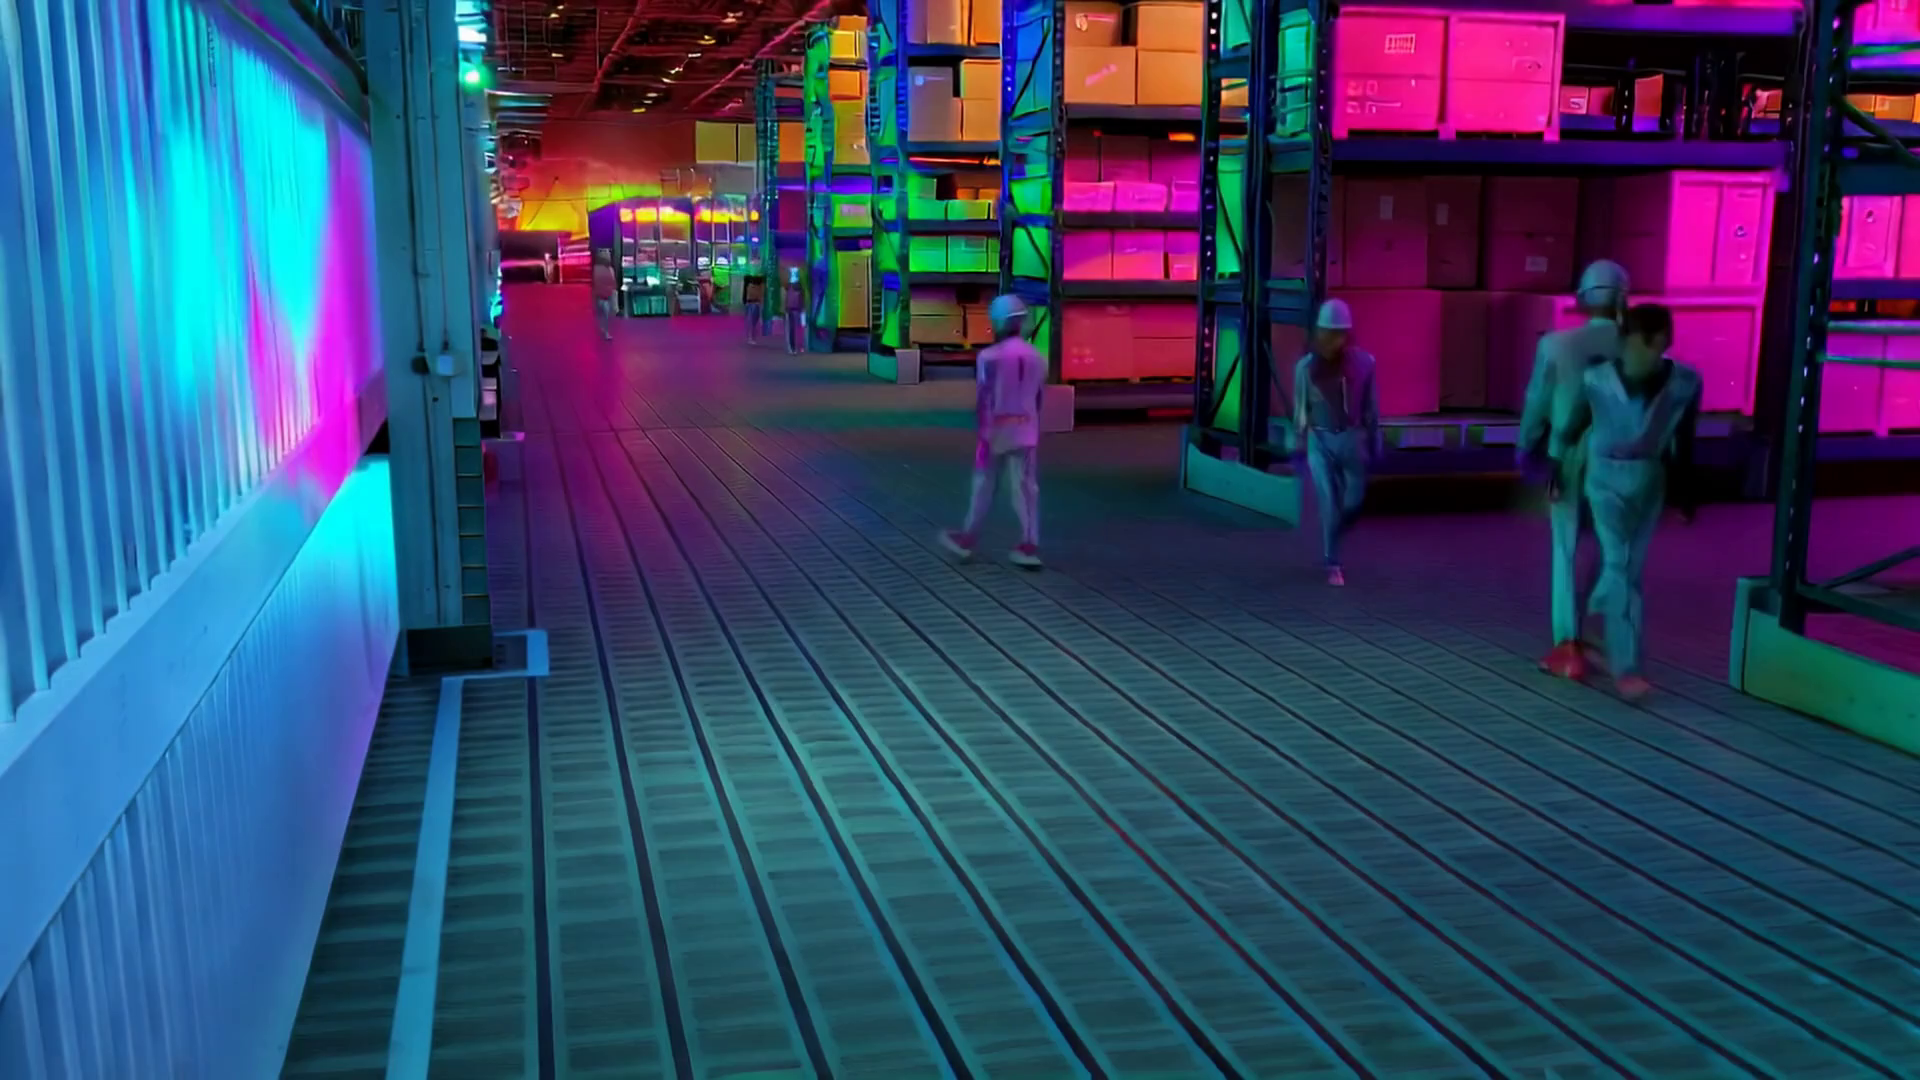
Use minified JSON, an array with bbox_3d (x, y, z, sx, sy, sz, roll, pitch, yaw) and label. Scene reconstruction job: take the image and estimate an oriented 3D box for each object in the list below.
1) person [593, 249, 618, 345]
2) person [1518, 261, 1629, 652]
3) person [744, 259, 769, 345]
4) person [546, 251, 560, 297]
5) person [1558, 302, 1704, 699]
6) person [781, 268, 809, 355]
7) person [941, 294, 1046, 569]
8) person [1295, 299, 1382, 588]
[{"bbox_3d":[-7.297,-4.981,34.146,0.589,1.970,0.605,7,12,36],"label":"person"},{"bbox_3d":[3.208,-0.446,8.545,0.622,1.936,1.002,1,10,7],"label":"person"},{"bbox_3d":[-4.217,-4.933,34.464,0.529,1.752,0.474,-3,10,-17],"label":"person"},{"bbox_3d":[-16.254,-10.604,66.392,0.391,1.834,0.564,8,13,39],"label":"person"},{"bbox_3d":[3.085,-0.229,7.793,0.565,1.790,0.926,0,10,-1],"label":"person"},{"bbox_3d":[-3.058,-4.232,30.900,0.540,1.619,0.706,-2,10,-11],"label":"person"},{"bbox_3d":[0.239,-0.692,10.580,0.587,1.713,0.838,-8,13,-37],"label":"person"},{"bbox_3d":[2.262,-0.605,10.100,0.534,1.712,0.667,-1,10,-4],"label":"person"}]
